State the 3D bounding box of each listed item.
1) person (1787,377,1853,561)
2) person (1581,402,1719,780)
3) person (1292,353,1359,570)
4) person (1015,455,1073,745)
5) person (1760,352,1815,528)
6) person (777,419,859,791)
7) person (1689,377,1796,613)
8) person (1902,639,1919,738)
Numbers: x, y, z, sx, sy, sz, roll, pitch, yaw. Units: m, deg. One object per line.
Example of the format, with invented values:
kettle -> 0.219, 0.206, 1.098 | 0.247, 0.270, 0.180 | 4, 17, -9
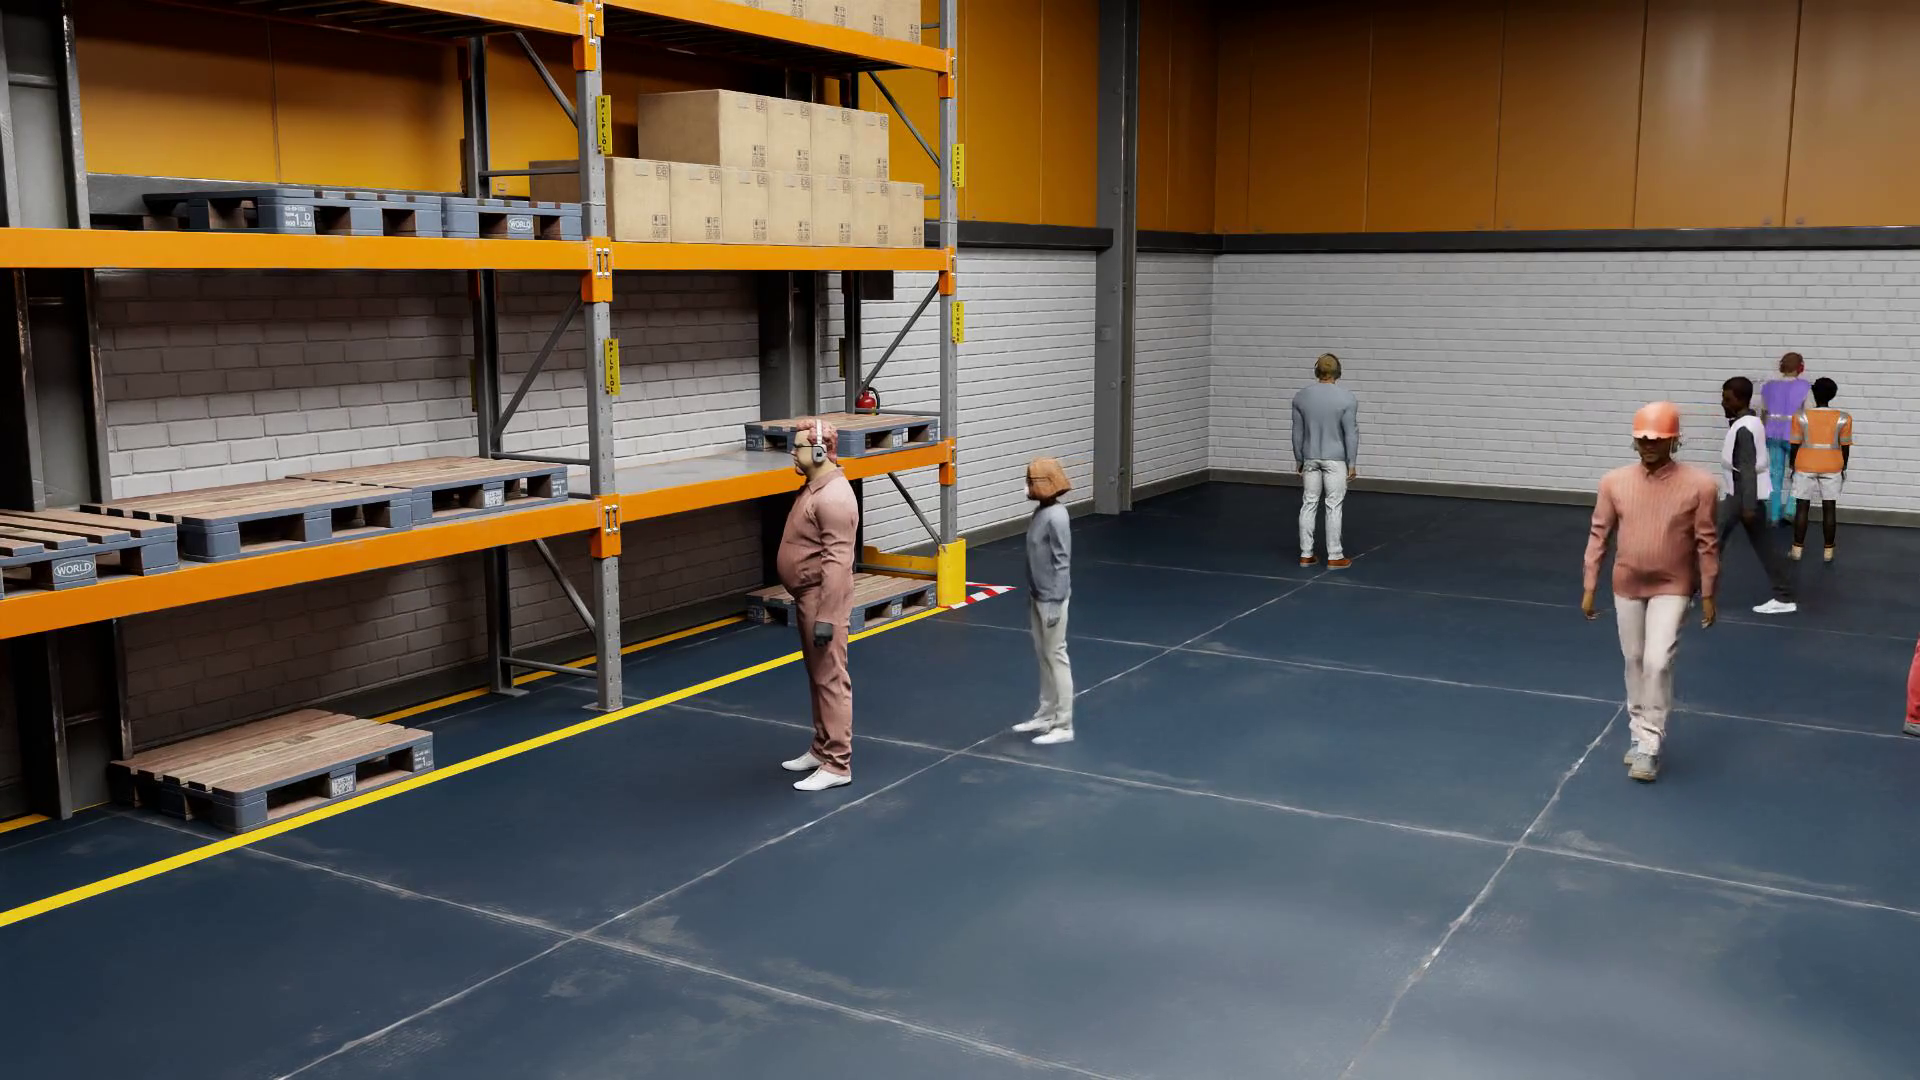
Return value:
person -> 7.905, -0.648, 15.324 | 0.537, 1.700, 0.318 | 3, 10, 19
person -> 3.582, 0.269, 8.746 | 0.659, 1.968, 0.774 | 8, 12, 40
person -> 3.278, -0.702, 14.920 | 0.633, 1.940, 0.368 | 7, 11, 37
person -> 0.487, 0.334, 9.403 | 0.264, 1.632, 0.507 | -2, 9, -13
person -> 8.598, -1.031, 17.286 | 0.483, 1.831, 0.606 | -7, 11, -37
person -> -0.739, 0.328, 8.592 | 0.408, 1.909, 0.642 | -2, 9, -13
person -> 6.067, -0.351, 13.001 | 1.055, 1.849, 0.618 | 5, 10, 30
person -> 5.668, 0.265, 9.459 | 0.533, 1.760, 0.343 | -7, 12, -38
